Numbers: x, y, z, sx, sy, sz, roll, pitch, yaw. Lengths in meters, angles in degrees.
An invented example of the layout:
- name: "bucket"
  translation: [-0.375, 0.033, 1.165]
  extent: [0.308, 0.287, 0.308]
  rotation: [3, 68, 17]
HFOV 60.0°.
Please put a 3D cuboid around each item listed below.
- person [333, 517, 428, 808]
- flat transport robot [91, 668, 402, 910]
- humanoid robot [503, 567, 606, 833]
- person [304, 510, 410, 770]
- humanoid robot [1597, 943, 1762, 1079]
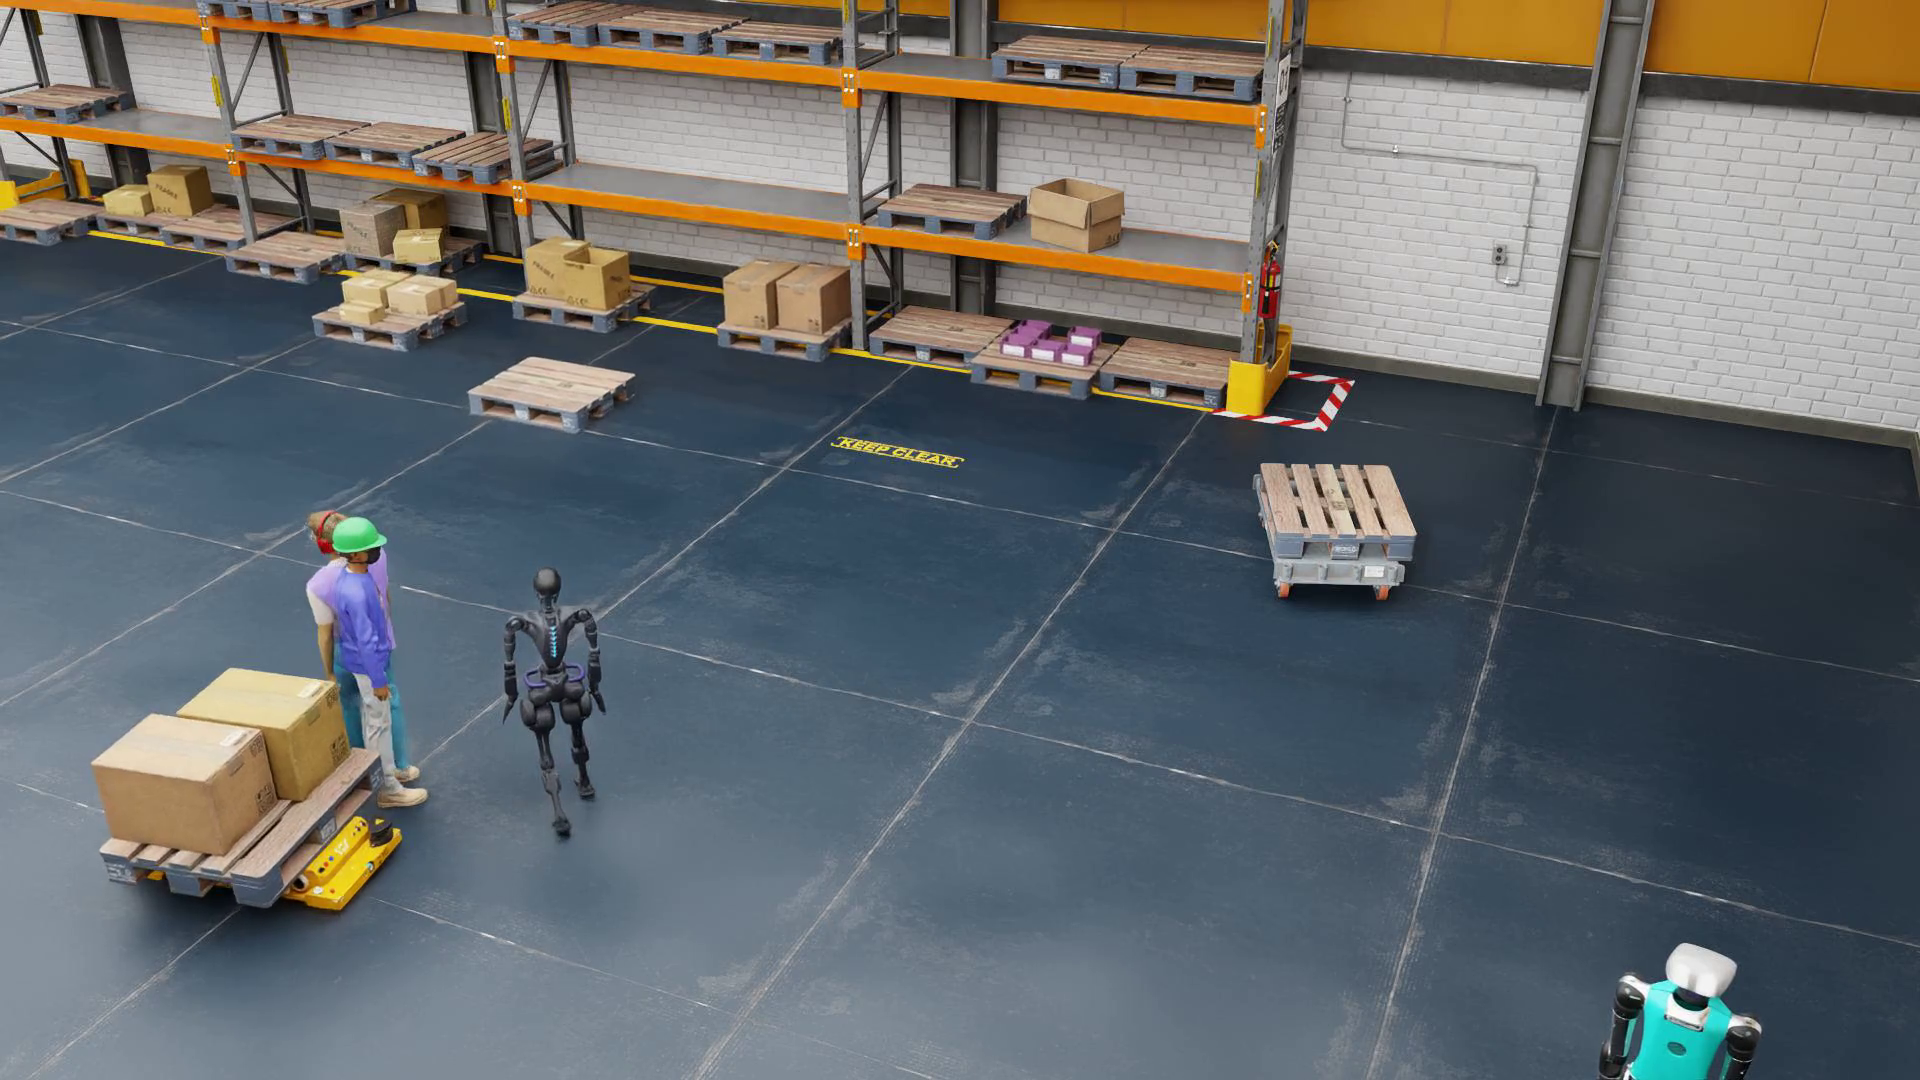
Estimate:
- name: "person"
  translation: [-3.444, 0.713, 9.804]
  extent: [0.360, 1.872, 0.462]
  rotation: [-11, 29, -20]
- name: "flat transport robot"
  translation: [-4.023, 1.751, 9.536]
  extent: [1.431, 0.231, 0.659]
  rotation: [6, 28, 12]
- name: "humanoid robot"
  translation: [-2.374, 0.900, 9.685]
  extent: [0.596, 1.650, 0.606]
  rotation: [-11, 29, -20]
- name: "person"
  translation: [-3.622, 0.643, 9.981]
  extent: [0.532, 1.836, 0.595]
  rotation: [17, 32, 30]
- name: "humanoid robot"
  translation: [2.917, 2.265, 6.847]
  extent: [0.530, 1.719, 0.708]
  rotation: [16, 31, 28]
